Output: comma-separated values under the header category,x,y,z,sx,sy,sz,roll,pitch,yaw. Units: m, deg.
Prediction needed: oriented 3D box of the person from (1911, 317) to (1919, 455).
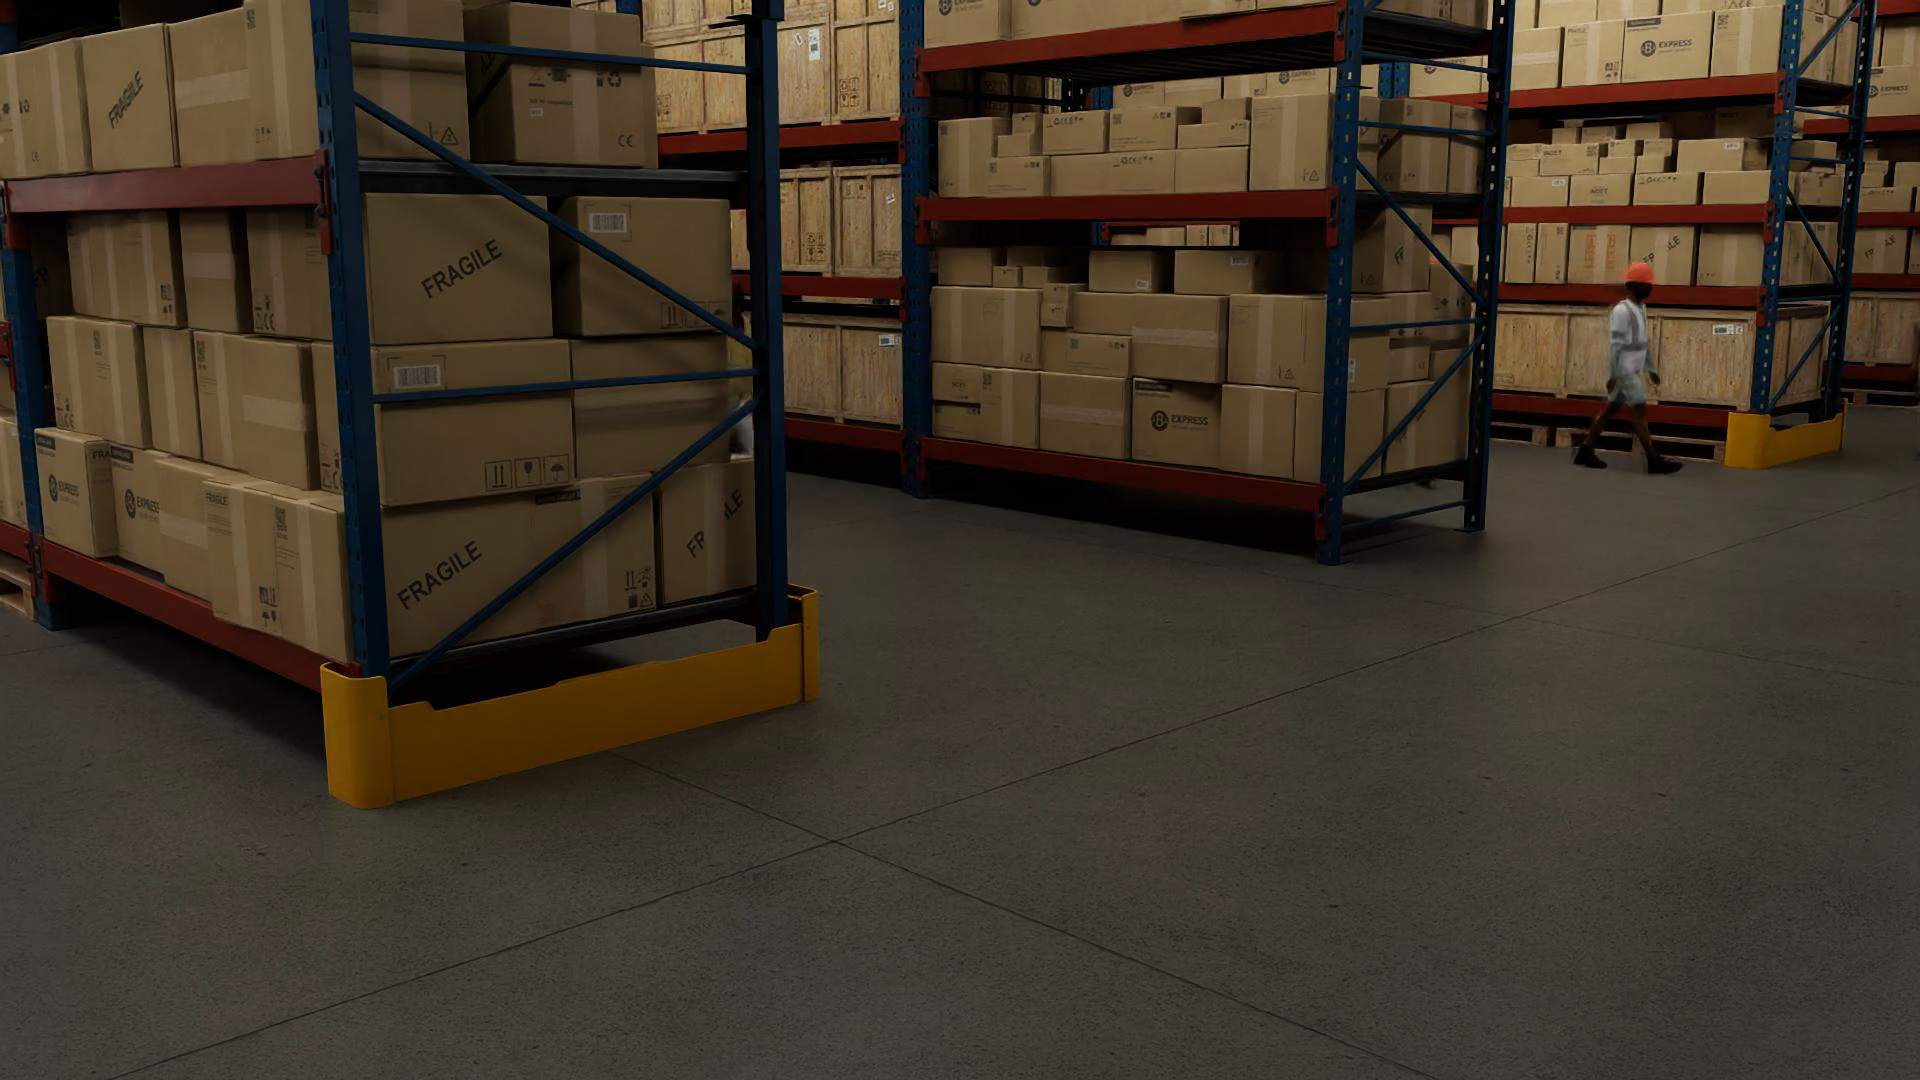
category,x,y,z,sx,sy,sz,roll,pitch,yaw
person,9.559,-1.640,16.205,0.525,1.617,0.547,-9,14,-40

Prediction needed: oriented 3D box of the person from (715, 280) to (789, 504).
category,x,y,z,sx,sy,sz,roll,pitch,yaw
person,-1.802,-1.138,13.060,0.977,1.791,0.640,8,13,38

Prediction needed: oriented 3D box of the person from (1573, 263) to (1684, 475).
category,x,y,z,sx,sy,sz,roll,pitch,yaw
person,6.044,-1.544,14.987,0.990,1.884,0.562,8,13,36

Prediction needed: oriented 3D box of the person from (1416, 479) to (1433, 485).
category,x,y,z,sx,sy,sz,roll,pitch,yaw
person,3.883,-1.461,14.362,0.628,1.961,0.944,-2,11,-10
